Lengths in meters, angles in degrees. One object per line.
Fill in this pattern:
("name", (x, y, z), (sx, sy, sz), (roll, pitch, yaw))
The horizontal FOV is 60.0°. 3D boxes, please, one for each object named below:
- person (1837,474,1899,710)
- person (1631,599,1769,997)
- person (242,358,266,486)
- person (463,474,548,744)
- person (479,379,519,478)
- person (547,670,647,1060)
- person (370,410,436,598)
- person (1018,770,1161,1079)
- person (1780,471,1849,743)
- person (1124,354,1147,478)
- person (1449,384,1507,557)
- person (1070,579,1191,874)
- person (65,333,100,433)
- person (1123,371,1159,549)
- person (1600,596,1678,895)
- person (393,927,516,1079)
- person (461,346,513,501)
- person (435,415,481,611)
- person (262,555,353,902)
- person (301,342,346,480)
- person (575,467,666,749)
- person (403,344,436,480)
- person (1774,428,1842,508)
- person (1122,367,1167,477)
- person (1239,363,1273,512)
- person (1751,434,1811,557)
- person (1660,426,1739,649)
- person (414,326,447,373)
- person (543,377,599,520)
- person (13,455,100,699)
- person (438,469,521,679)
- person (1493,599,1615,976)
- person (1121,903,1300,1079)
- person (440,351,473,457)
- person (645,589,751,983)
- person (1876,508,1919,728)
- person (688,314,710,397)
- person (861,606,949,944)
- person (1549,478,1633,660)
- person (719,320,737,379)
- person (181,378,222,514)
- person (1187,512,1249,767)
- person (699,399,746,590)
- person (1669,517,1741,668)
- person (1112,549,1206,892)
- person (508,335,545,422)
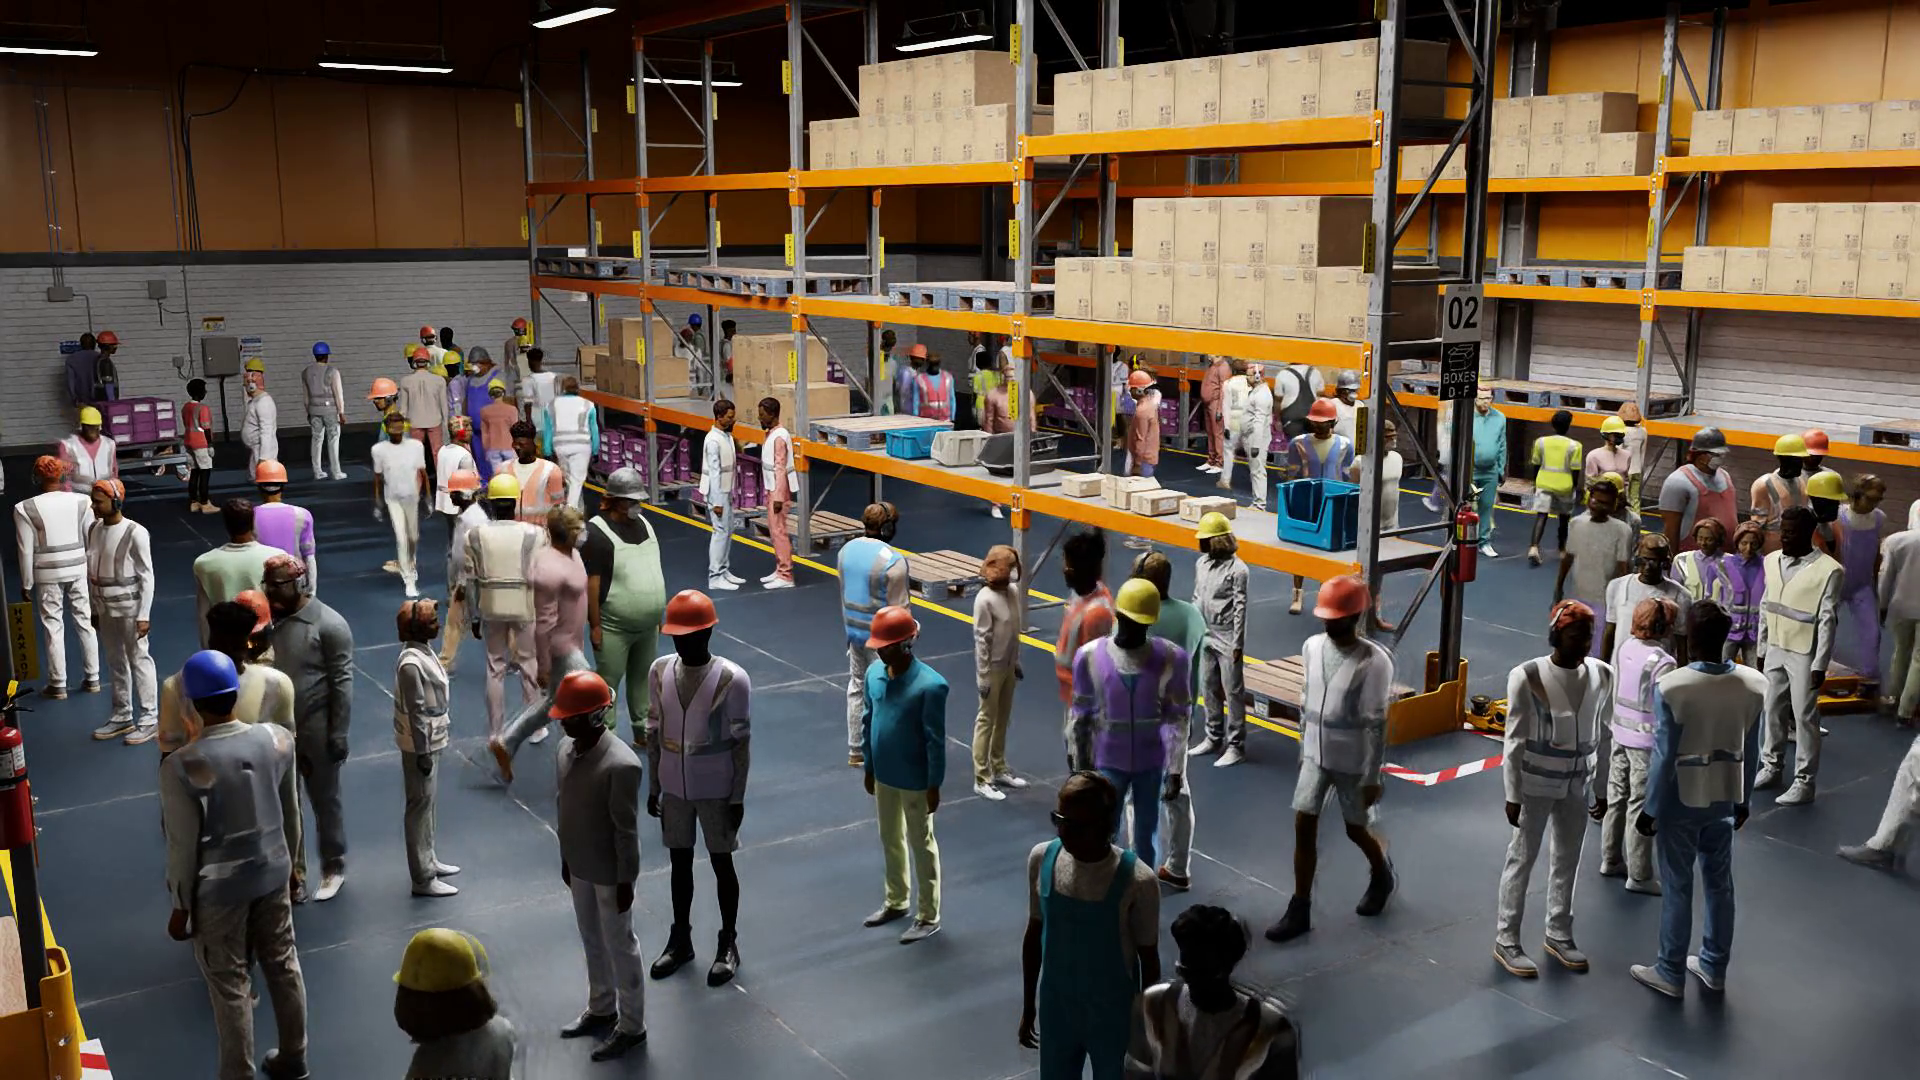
("person", (6.729, 0.388, 12.501), (0.562, 1.790, 0.916), (-1, 11, -5))
("person", (3.508, 1.227, 7.891), (0.600, 1.916, 0.377), (-3, 11, -15))
("person", (-9.674, -1.627, 22.911), (0.332, 1.759, 0.537), (0, 11, -2))
("person", (-3.154, 0.491, 11.659), (0.588, 1.920, 0.388), (-1, 11, -3))
("person", (-5.559, -1.080, 20.173), (0.544, 1.727, 0.457), (1, 11, 5))
("person", (-1.621, 1.419, 7.361), (0.557, 1.744, 0.346), (10, 15, 42))
("person", (-5.498, -0.395, 16.417), (0.579, 1.832, 0.864), (-5, 12, -26))
("person", (0.443, 1.673, 5.799), (0.514, 1.842, 0.324), (6, 13, 30))
("person", (6.026, 0.461, 11.784), (0.589, 1.927, 0.386), (-6, 13, -29))
("person", (2.355, -1.533, 22.126), (0.328, 1.877, 0.513), (4, 12, 19))
("person", (5.622, -0.745, 18.040), (0.644, 1.900, 0.399), (-2, 11, -10))
("person", (0.848, 1.140, 8.371), (0.598, 1.901, 0.554), (0, 11, 1))
("person", (-13.183, -2.176, 25.265), (0.635, 1.931, 0.350), (-2, 11, -10))
("person", (2.022, -0.896, 18.593), (0.408, 1.987, 0.613), (3, 11, 14))
("person", (3.752, 1.117, 9.161), (0.315, 1.641, 0.515), (-2, 11, -9))
("person", (-1.448, 1.932, 4.852), (0.920, 1.690, 0.504), (5, 12, 23))
("person", (-6.163, -1.512, 21.588), (0.722, 2.000, 0.536), (5, 12, 24))
("person", (-4.708, -0.249, 15.627), (0.372, 1.843, 0.571), (-10, 15, -41))
("person", (-3.607, 1.022, 9.013), (0.663, 1.908, 0.399), (2, 11, 10))
("person", (-8.935, -1.813, 23.408), (0.608, 1.939, 0.410), (3, 11, 15))
("person", (-2.246, 0.501, 11.287), (0.535, 2.000, 0.680), (8, 13, 34))
("person", (-7.581, -1.796, 23.366), (0.392, 1.916, 0.587), (-2, 11, -10))
("person", (7.159, 0.004, 14.136), (0.549, 1.925, 0.389), (4, 12, 18))
("person", (2.388, -1.268, 20.944), (0.611, 1.802, 0.934), (-11, 15, -44))
("person", (3.632, -1.224, 20.479), (0.399, 1.902, 0.641), (1, 11, 7))
("person", (6.749, 0.086, 13.695), (0.587, 1.930, 0.362), (-5, 12, -23))
("person", (5.977, 0.092, 13.382), (0.689, 2.000, 0.537), (-6, 12, -27))
("person", (-8.208, -2.328, 25.889), (0.610, 1.993, 0.380), (-10, 15, -41))
("person", (-4.659, -1.055, 19.939), (0.644, 1.786, 0.953), (1, 11, 5))
("person", (-6.929, 0.284, 12.806), (0.356, 1.883, 0.574), (10, 15, 41))
("person", (-3.900, 0.284, 13.265), (0.892, 1.707, 0.564), (-6, 13, -30))
("person", (2.911, 1.205, 8.127), (0.575, 1.877, 0.343), (-3, 11, -14))
("person", (0.741, 1.901, 5.034), (0.534, 1.682, 0.371), (7, 13, 30))
("person", (-6.667, -1.547, 22.068), (0.380, 1.922, 0.593), (-1, 11, -4))
("person", (-1.275, 1.185, 8.049), (0.544, 1.939, 0.354), (3, 12, 16))
("person", (7.110, 0.485, 12.205), (0.832, 1.709, 0.583), (-9, 14, -39))
("person", (-4.701, -3.104, 29.985), (0.402, 1.944, 0.605), (0, 11, -2))
("person", (-0.314, 1.188, 8.553), (0.573, 1.738, 0.352), (10, 15, 42))
("person", (4.571, 0.457, 12.047), (0.462, 1.845, 0.598), (-8, 14, -37))
("person", (-3.880, -2.732, 28.053), (0.406, 1.961, 0.659), (-4, 12, -20))
("person", (-9.477, -1.166, 20.728), (0.529, 1.689, 0.321), (9, 14, 38))
("person", (1.737, 0.664, 11.255), (0.346, 1.734, 0.489), (-7, 13, -33))
("person", (-2.382, -0.452, 16.517), (0.396, 1.908, 0.600), (1, 11, 3))
("person", (5.196, 0.642, 11.621), (0.525, 1.632, 0.314), (8, 14, 35))
("person", (1.053, 1.005, 8.999), (0.633, 1.931, 0.367), (-8, 14, -36))
("person", (-6.829, -2.317, 26.278), (0.595, 1.827, 0.403), (-4, 12, -17))
